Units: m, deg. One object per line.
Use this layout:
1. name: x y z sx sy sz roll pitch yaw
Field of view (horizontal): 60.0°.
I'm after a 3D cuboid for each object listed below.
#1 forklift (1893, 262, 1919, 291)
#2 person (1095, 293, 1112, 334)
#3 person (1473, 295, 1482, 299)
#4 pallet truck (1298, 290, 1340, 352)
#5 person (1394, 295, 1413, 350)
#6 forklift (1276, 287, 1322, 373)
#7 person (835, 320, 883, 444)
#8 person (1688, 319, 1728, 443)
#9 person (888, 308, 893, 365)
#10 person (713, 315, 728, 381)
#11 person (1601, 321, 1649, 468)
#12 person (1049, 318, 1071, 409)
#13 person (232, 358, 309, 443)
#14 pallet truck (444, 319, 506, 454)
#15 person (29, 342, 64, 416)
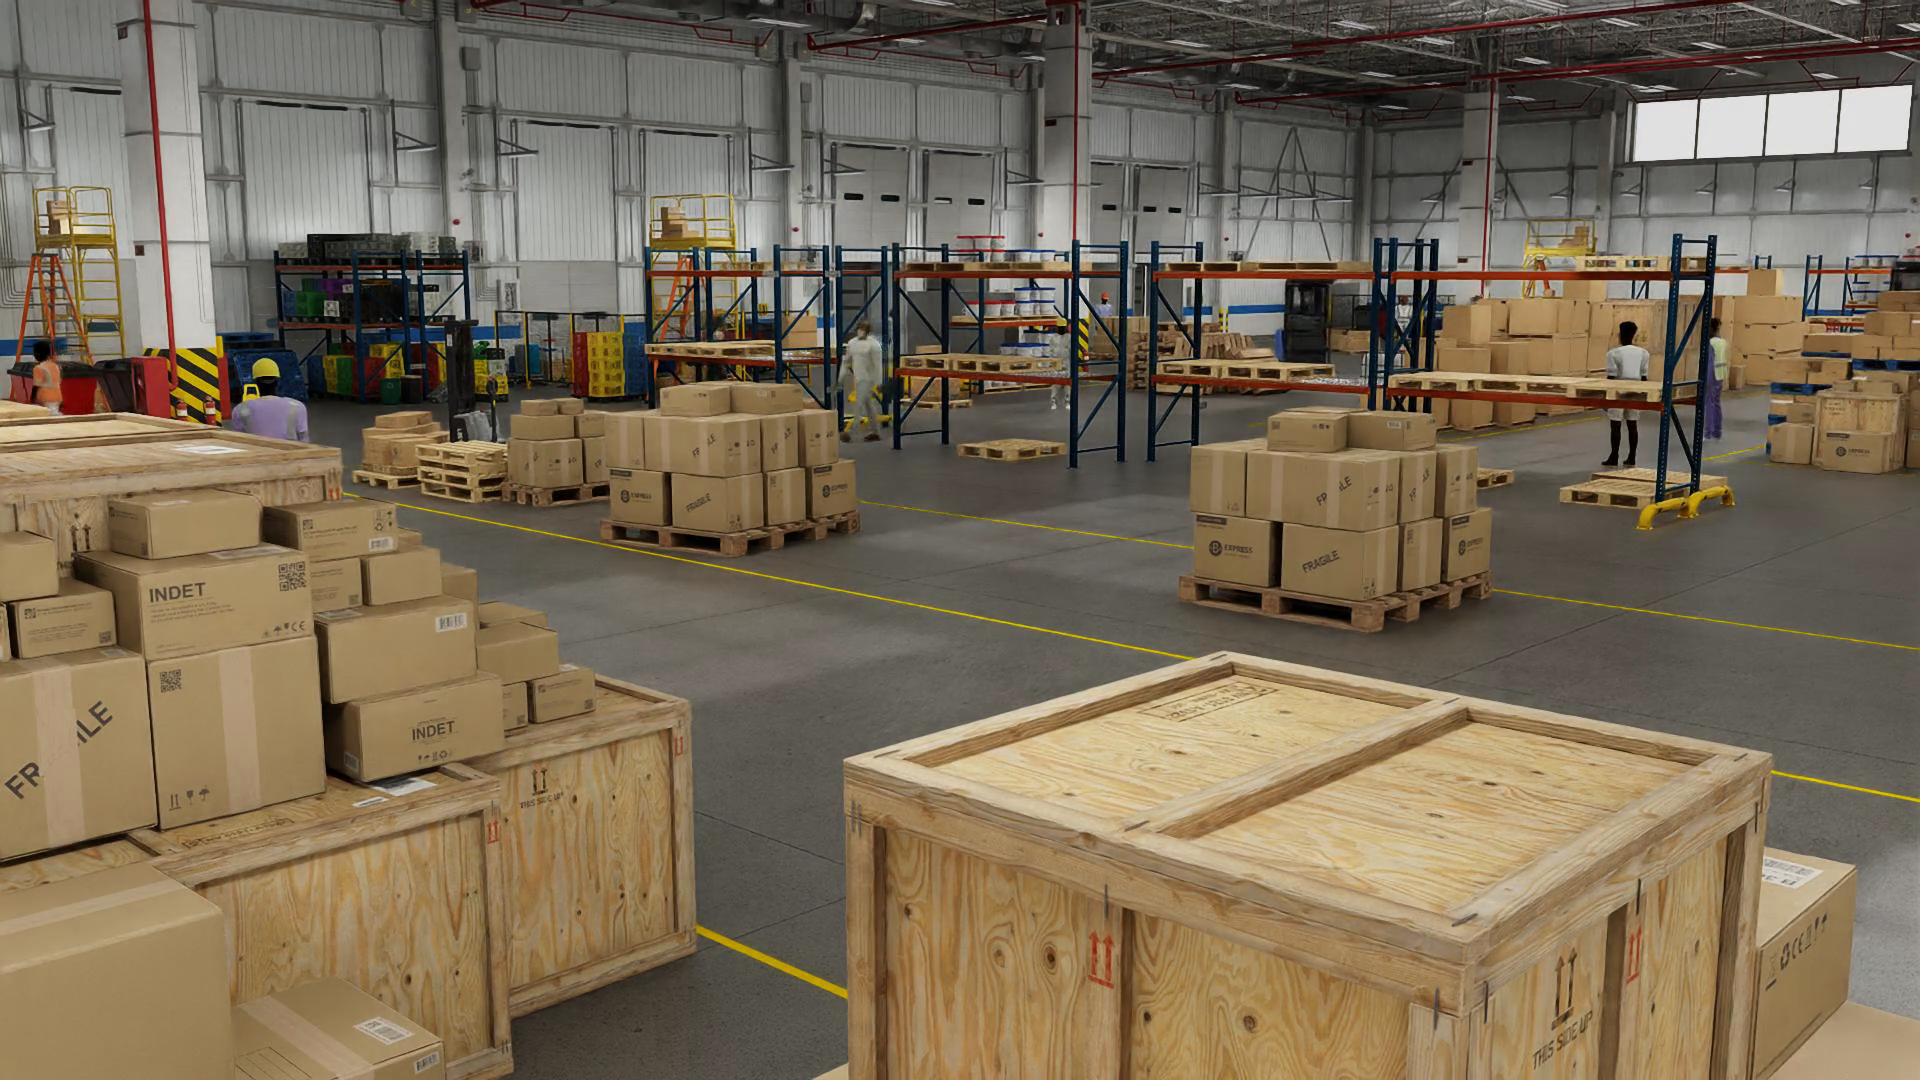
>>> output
1. forklift: 23.247 -5.404 40.679 1.129 2.768 1.873 4 10 21
2. person: 4.432 -6.652 51.252 0.543 1.929 0.385 -1 9 -9
3. person: 14.551 -5.959 47.017 0.427 1.923 0.639 5 11 29
4. pallet truck: 11.297 -6.951 52.861 1.885 1.965 0.823 -5 11 -29
5. person: 13.833 -6.710 51.849 0.587 1.857 0.842 2 9 13
6. forklift: 8.764 -5.695 42.464 1.129 2.768 1.873 0 9 0
7. person: -1.545 -2.393 25.259 1.031 1.872 0.665 -9 13 -44
8. person: 11.496 -2.436 25.509 0.500 1.899 0.595 7 12 38
9. person: -1.779 -5.265 43.653 0.313 1.633 0.520 4 10 21
10. person: -4.442 -3.181 30.291 0.650 1.819 0.542 -3 10 -19
11. person: 8.862 -1.934 22.194 0.613 1.964 0.361 -2 9 -11
12. person: 1.919 -3.337 31.507 0.484 1.739 0.321 2 9 10
13. person: -5.724 -0.550 13.865 0.586 1.918 0.398 -3 10 -21
14. pallet truck: -6.981 -1.942 22.150 1.885 1.965 0.823 1 9 9
15. person: -12.652 -1.903 22.945 0.859 1.643 0.553 -1 9 -4
